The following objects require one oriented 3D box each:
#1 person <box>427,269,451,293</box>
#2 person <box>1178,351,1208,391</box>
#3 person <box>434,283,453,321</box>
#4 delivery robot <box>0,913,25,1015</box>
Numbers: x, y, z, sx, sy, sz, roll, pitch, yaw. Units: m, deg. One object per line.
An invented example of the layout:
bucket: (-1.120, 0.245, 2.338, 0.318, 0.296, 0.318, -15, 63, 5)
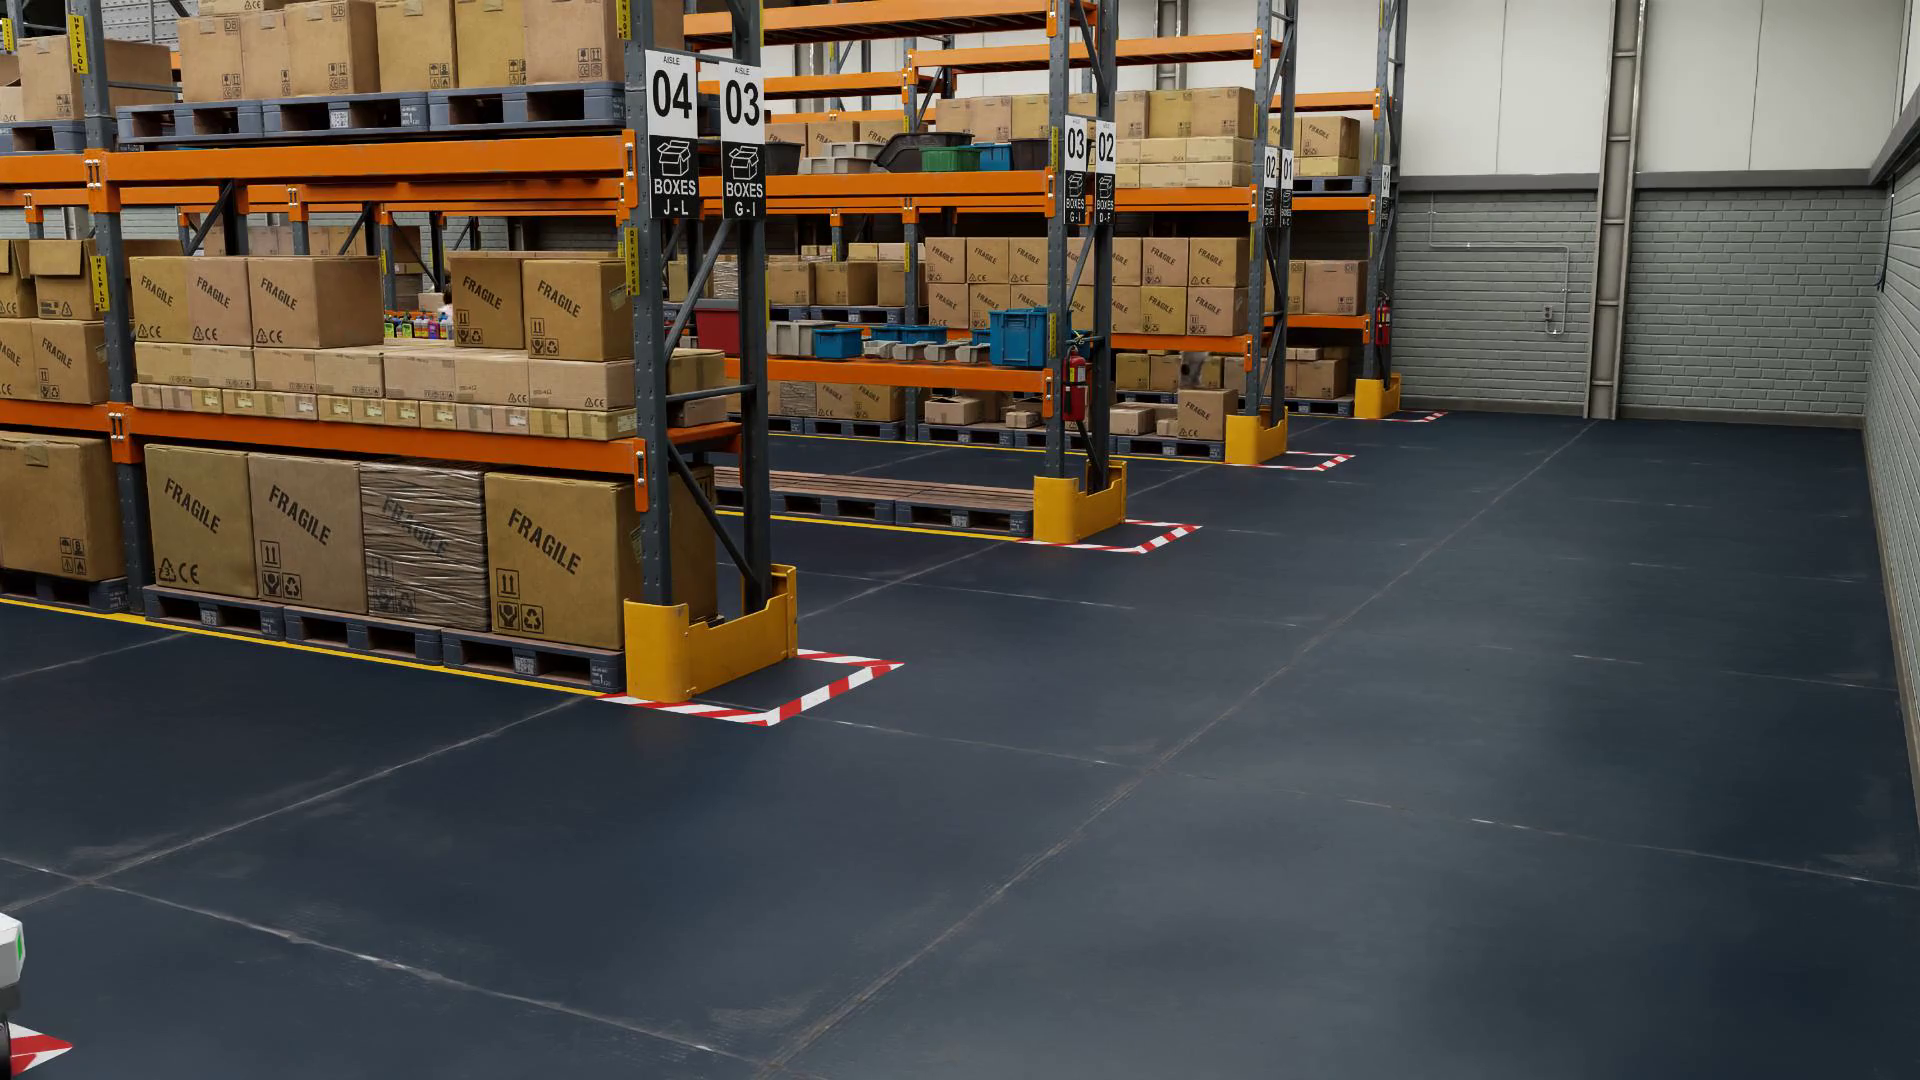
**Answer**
person: (-7.974, -3.269, 25.727, 0.430, 1.840, 0.619, 1, 10, 5)
person: (2.653, -2.094, 19.205, 0.406, 1.882, 0.587, 5, 12, 27)
person: (-5.973, -2.144, 19.714, 0.987, 1.791, 0.645, 8, 13, 37)
delivery robot: (-2.950, 1.216, 4.513, 0.477, 0.478, 0.707, 7, 13, 33)
